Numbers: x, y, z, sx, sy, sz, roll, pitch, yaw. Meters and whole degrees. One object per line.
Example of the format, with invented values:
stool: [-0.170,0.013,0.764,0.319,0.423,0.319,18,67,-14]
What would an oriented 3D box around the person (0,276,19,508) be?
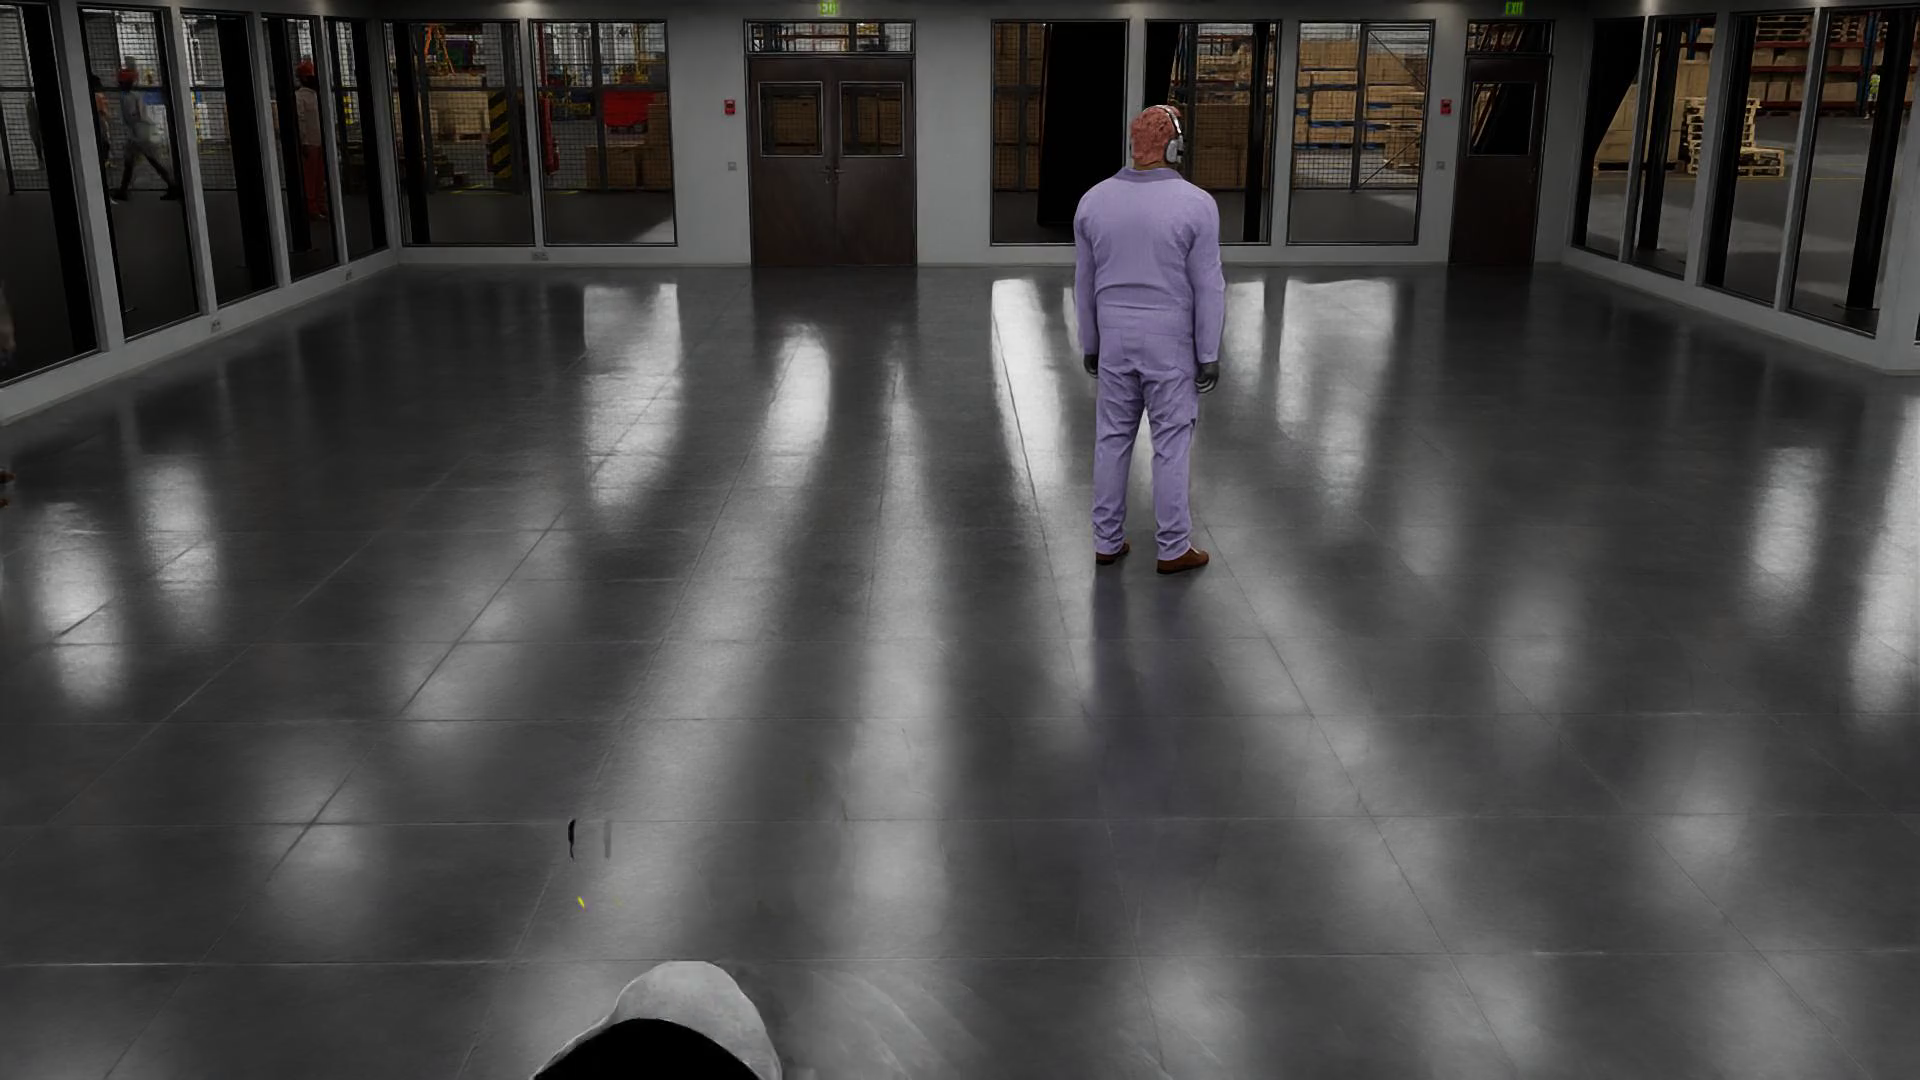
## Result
person: [-4.704,-0.953,7.871,0.525,1.602,0.695,2,17,8]

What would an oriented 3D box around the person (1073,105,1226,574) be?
person: [0.790,-0.806,6.849,0.648,1.907,0.409,10,19,30]

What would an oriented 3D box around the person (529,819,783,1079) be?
person: [-0.176,0.929,1.063,0.508,1.850,0.610,1,16,2]
